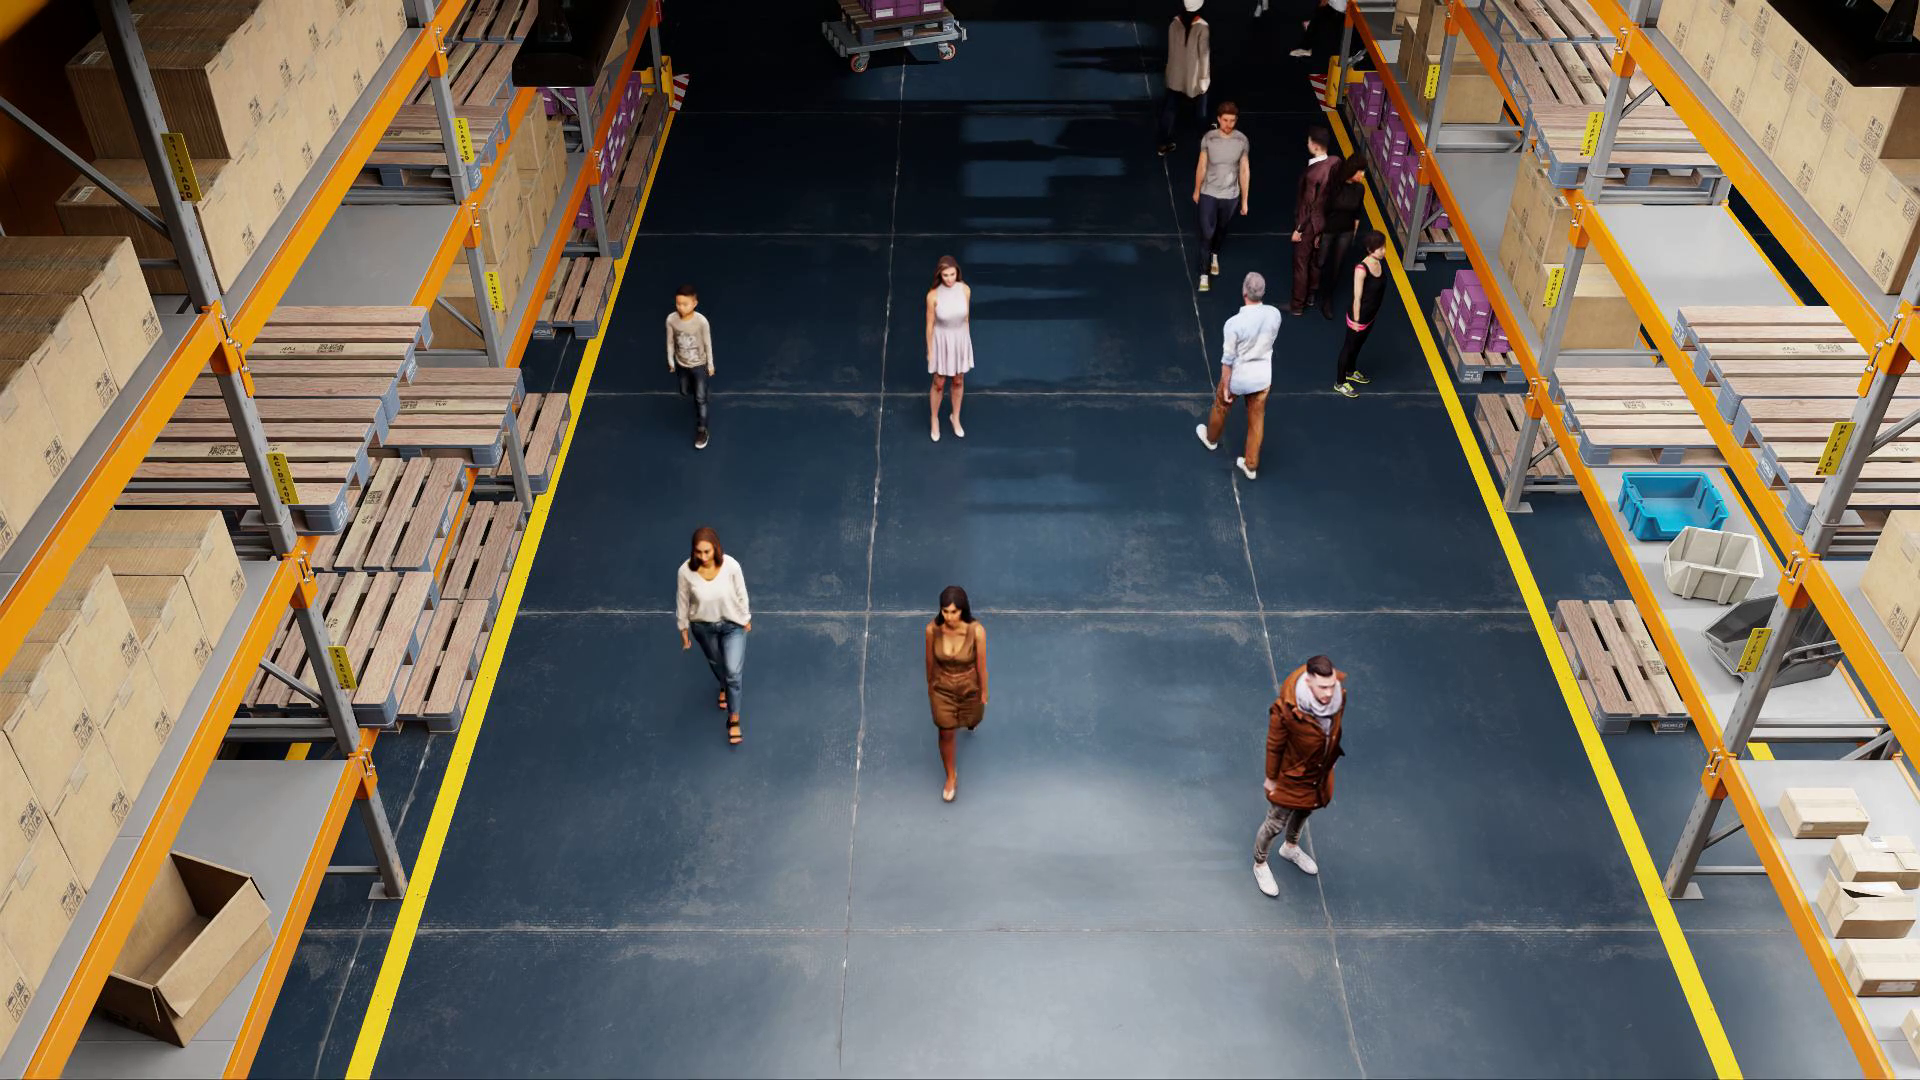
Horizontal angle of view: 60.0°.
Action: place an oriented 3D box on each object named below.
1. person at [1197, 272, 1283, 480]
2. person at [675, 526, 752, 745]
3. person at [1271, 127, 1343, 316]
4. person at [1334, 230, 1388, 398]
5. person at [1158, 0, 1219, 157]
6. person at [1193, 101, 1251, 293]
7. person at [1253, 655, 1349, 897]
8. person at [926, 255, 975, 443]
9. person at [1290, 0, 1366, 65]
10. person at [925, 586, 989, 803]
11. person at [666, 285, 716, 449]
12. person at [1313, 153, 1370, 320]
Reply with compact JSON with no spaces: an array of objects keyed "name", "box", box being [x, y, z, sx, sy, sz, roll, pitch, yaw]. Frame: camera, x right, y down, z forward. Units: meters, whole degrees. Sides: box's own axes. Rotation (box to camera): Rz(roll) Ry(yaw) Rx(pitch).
[{"name":"person","box":[2.377,-1.290,13.531,0.863,1.797,1.071,-10,40,-12]},{"name":"person","box":[-1.649,0.517,11.378,0.637,1.661,0.836,0,39,0]},{"name":"person","box":[3.304,-3.001,15.619,0.839,1.865,0.757,27,46,30]},{"name":"person","box":[3.539,-2.024,14.647,0.685,1.552,0.601,24,44,27]},{"name":"person","box":[2.426,-5.104,18.260,1.098,1.855,1.203,27,46,29]},{"name":"person","box":[2.505,-3.397,16.120,0.691,1.859,1.103,2,39,2]},{"name":"person","box":[2.069,1.398,10.134,0.841,1.836,0.872,-22,43,-25]},{"name":"person","box":[-0.095,-1.610,13.955,0.630,1.768,0.656,-10,40,-12]},{"name":"person","box":[4.652,-6.556,20.256,0.795,1.634,1.087,7,39,9]},{"name":"person","box":[-0.003,0.926,10.861,0.633,1.666,0.976,5,39,6]},{"name":"person","box":[-2.253,-1.539,14.122,0.606,1.448,0.902,4,39,5]},{"name":"person","box":[3.532,-2.934,15.735,0.596,1.615,0.886,0,39,0]}]
